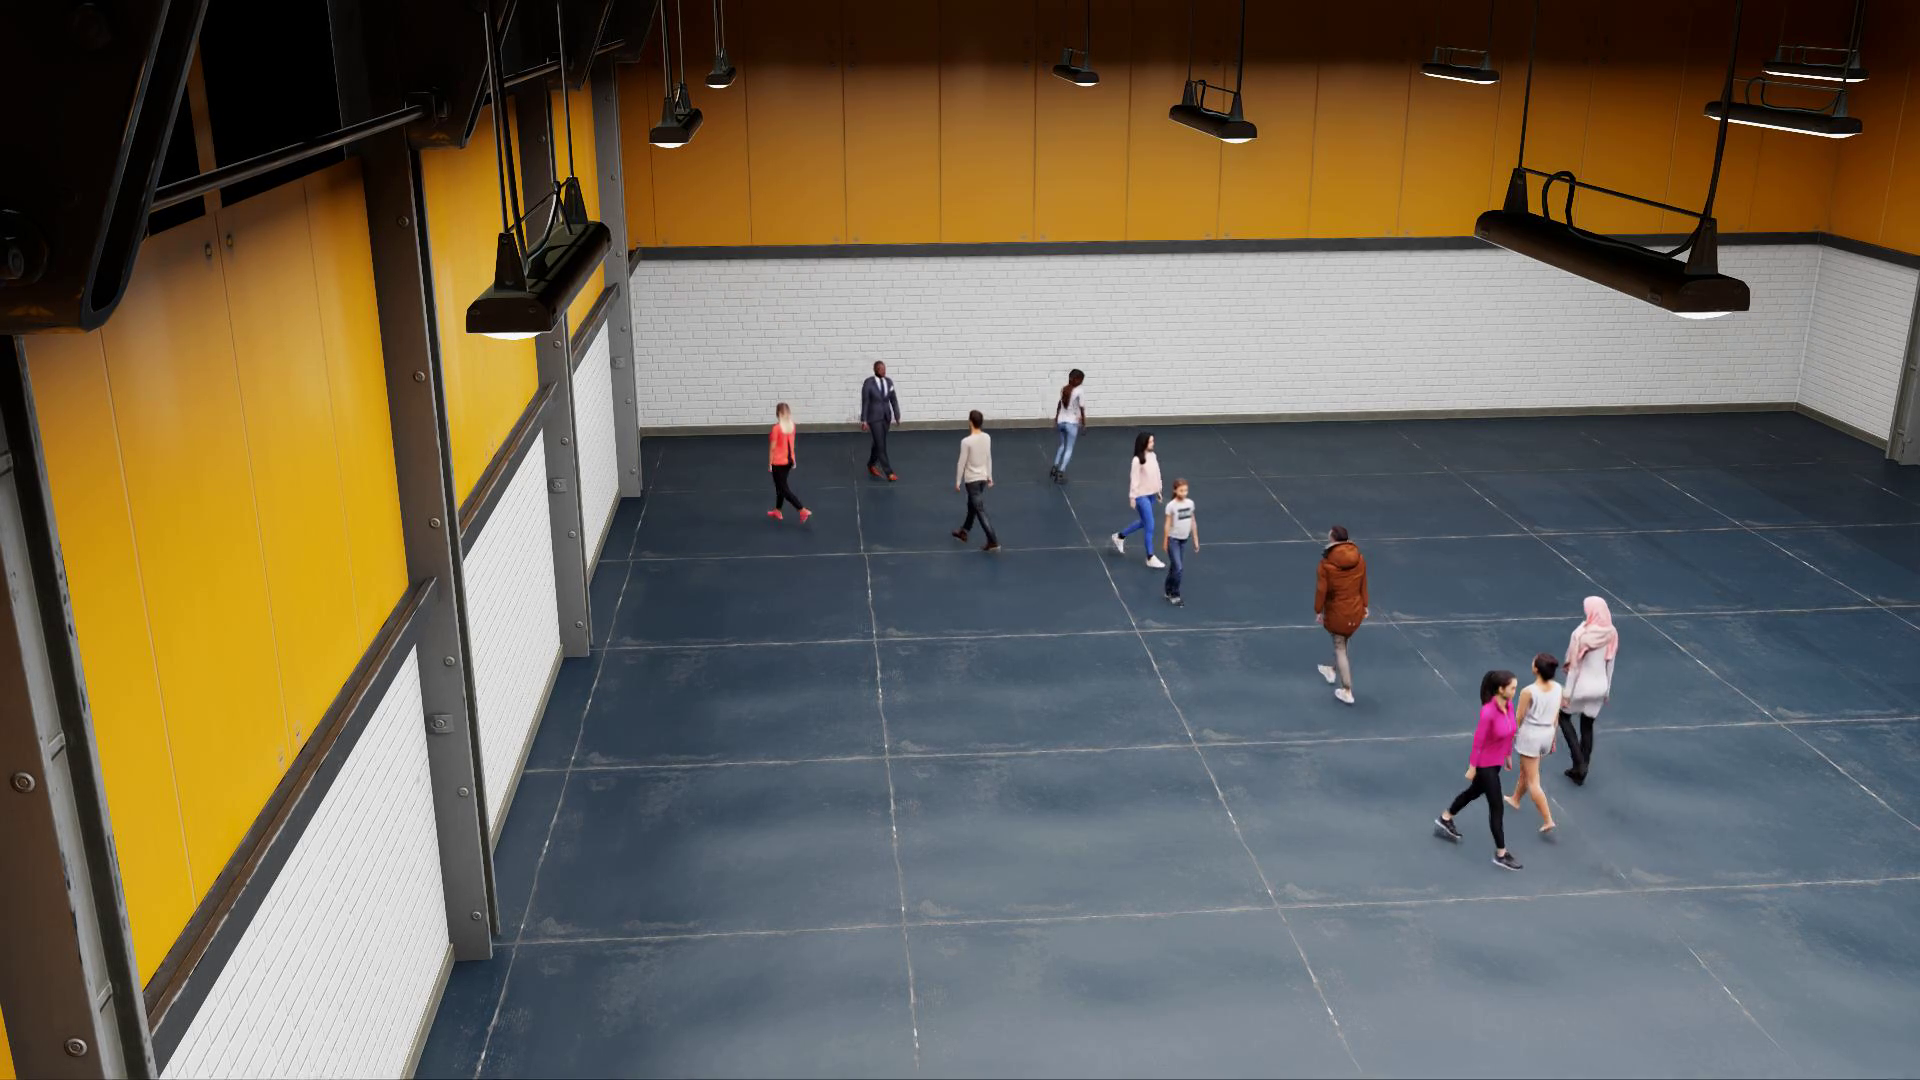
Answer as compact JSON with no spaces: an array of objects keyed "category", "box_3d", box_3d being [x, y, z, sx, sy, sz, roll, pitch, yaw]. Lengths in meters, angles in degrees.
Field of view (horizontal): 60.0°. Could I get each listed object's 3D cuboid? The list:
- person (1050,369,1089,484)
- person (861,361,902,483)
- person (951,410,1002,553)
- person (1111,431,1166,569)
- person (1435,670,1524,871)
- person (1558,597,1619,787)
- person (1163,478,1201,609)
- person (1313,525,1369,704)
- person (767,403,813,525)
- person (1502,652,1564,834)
[{"category":"person","box_3d":[1.547,-1.657,24.384,0.759,1.689,0.824,10,21,28]},{"category":"person","box_3d":[-1.230,-1.755,24.538,1.115,1.776,1.301,-13,23,-35]},{"category":"person","box_3d":[0.256,-0.724,21.394,1.134,1.829,1.267,-17,25,-40]},{"category":"person","box_3d":[2.256,-0.536,20.968,1.149,1.744,1.094,15,24,37]},{"category":"person","box_3d":[4.366,1.864,13.986,1.047,1.652,1.193,-16,24,-39]},{"category":"person","box_3d":[5.747,1.415,15.110,0.703,1.785,0.709,-5,19,-13]},{"category":"person","box_3d":[2.544,-0.021,19.750,0.687,1.545,0.810,-10,21,-28]},{"category":"person","box_3d":[3.957,0.787,16.969,0.852,1.789,1.080,-6,20,-18]},{"category":"person","box_3d":[-2.324,-1.000,22.474,1.102,1.663,1.094,12,22,32]},{"category":"person","box_3d":[5.020,1.768,14.392,0.726,1.574,1.089,-6,19,-17]}]
